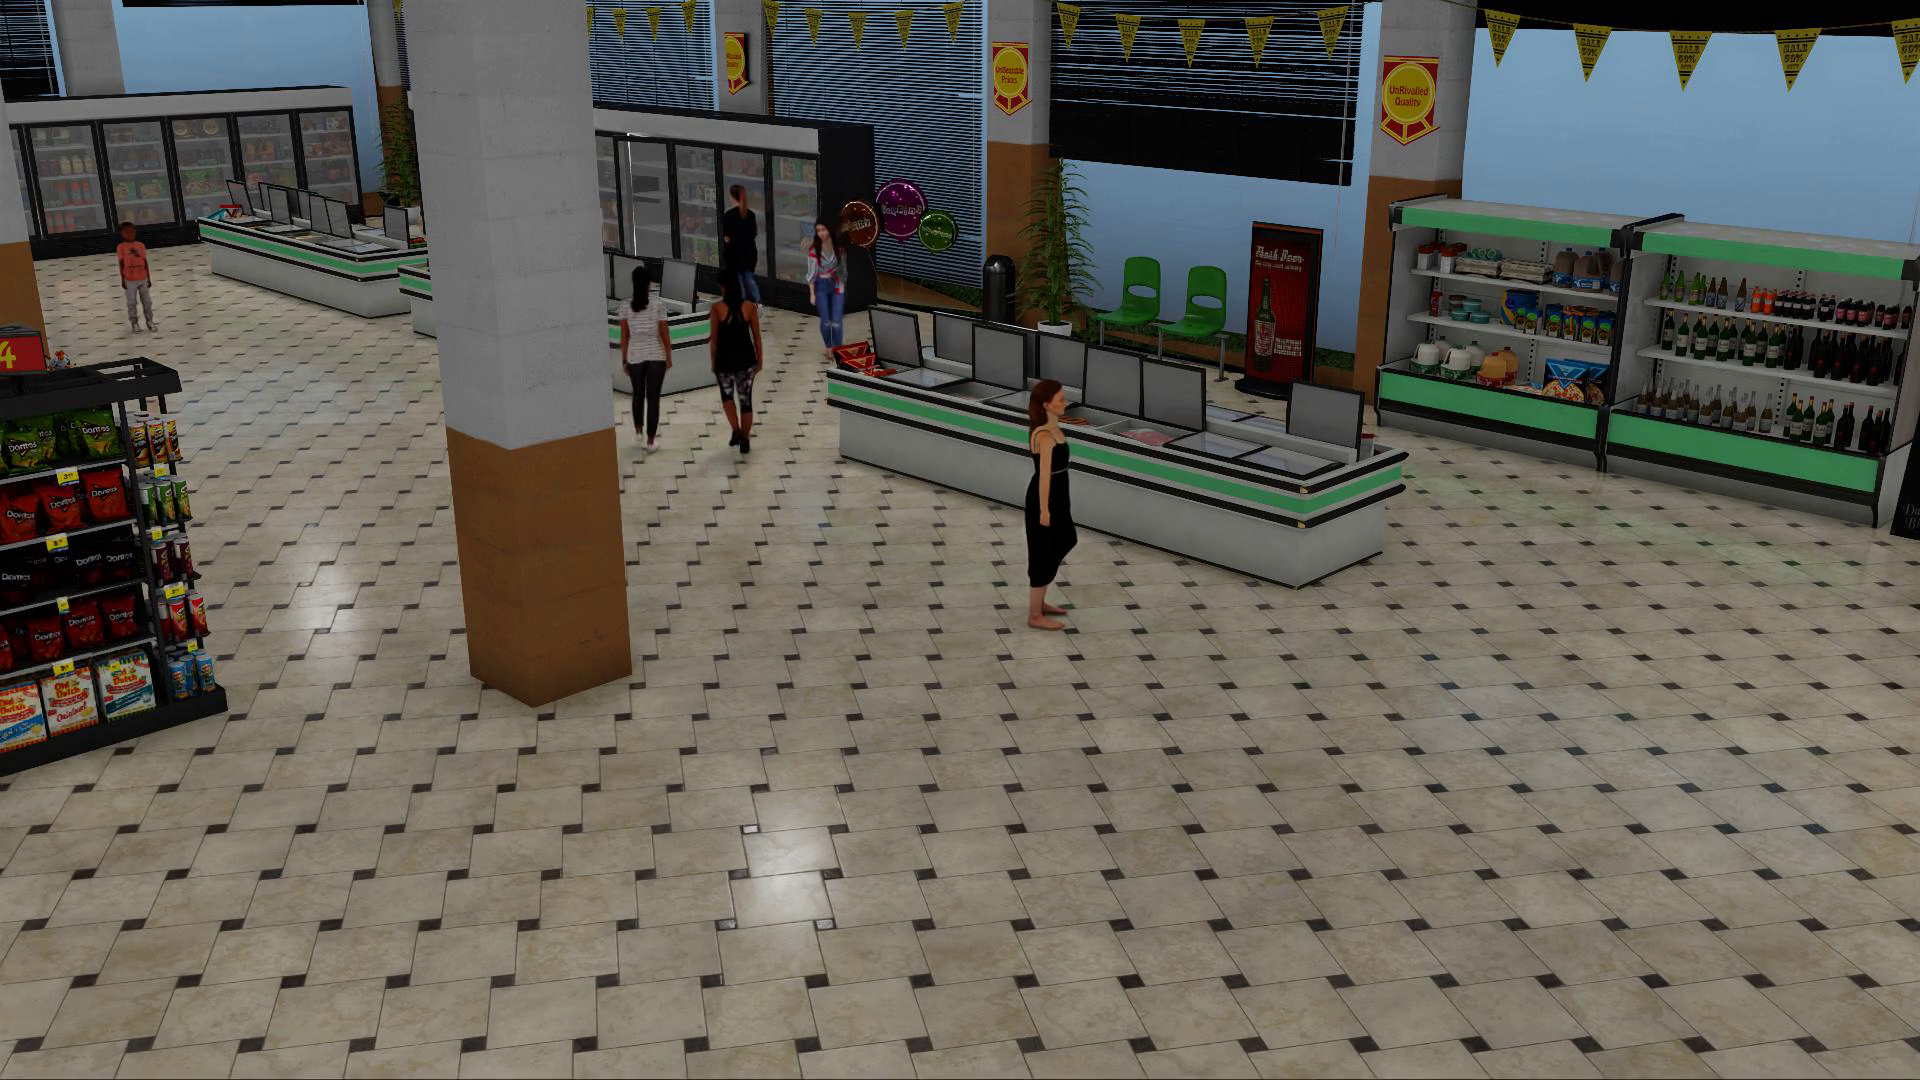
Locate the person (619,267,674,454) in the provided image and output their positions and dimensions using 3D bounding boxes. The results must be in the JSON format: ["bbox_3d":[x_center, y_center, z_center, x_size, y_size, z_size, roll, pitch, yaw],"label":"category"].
[{"bbox_3d":[-2.764,-1.561,14.617,0.704,1.632,0.765,1,19,2],"label":"person"}]

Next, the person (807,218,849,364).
[{"bbox_3d":[-1.418,-2.727,18.167,0.915,1.574,0.998,-4,19,-11],"label":"person"}]

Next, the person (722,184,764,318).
[{"bbox_3d":[-2.611,-3.437,20.123,0.665,1.670,0.810,-13,23,-34],"label":"person"}]

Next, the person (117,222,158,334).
[{"bbox_3d":[-9.802,-3.122,19.753,0.511,1.308,0.524,-11,22,-30],"label":"person"}]

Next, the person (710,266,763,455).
[{"bbox_3d":[-1.964,-1.560,14.564,0.734,1.664,0.760,-5,19,-15],"label":"person"}]

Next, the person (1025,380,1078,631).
[{"bbox_3d":[0.548,-0.238,10.709,0.713,1.622,0.679,5,19,13],"label":"person"}]
